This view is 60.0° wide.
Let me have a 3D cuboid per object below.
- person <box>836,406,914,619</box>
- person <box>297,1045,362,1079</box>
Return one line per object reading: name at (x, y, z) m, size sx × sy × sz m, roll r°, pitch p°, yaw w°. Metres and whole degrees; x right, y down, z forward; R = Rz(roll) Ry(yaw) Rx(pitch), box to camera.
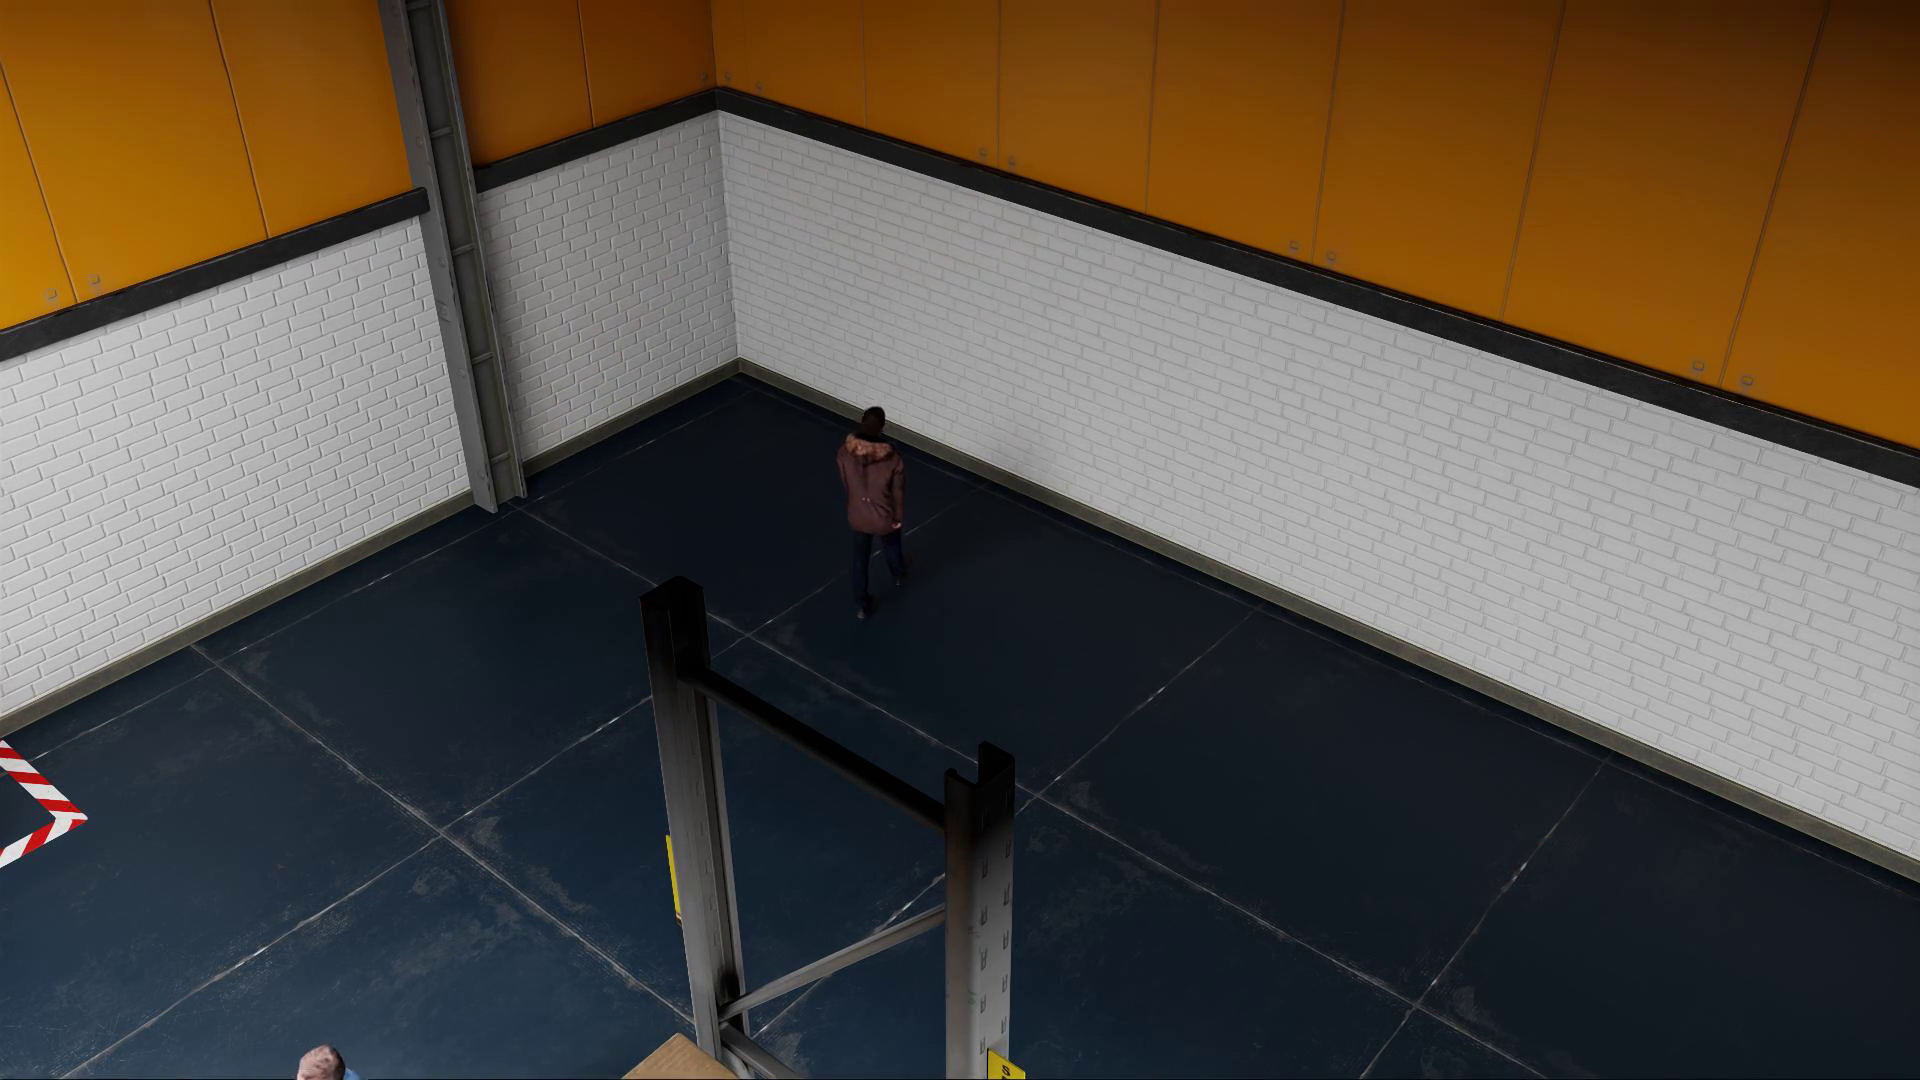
person at (-0.738, -0.176, 13.423) m, size 0.991 × 1.809 × 1.168 m, roll 10°, pitch 35°, yaw 14°
person at (-2.934, 3.139, 8.451) m, size 0.674 × 1.792 × 0.830 m, roll 25°, pitch 41°, yaw 32°
